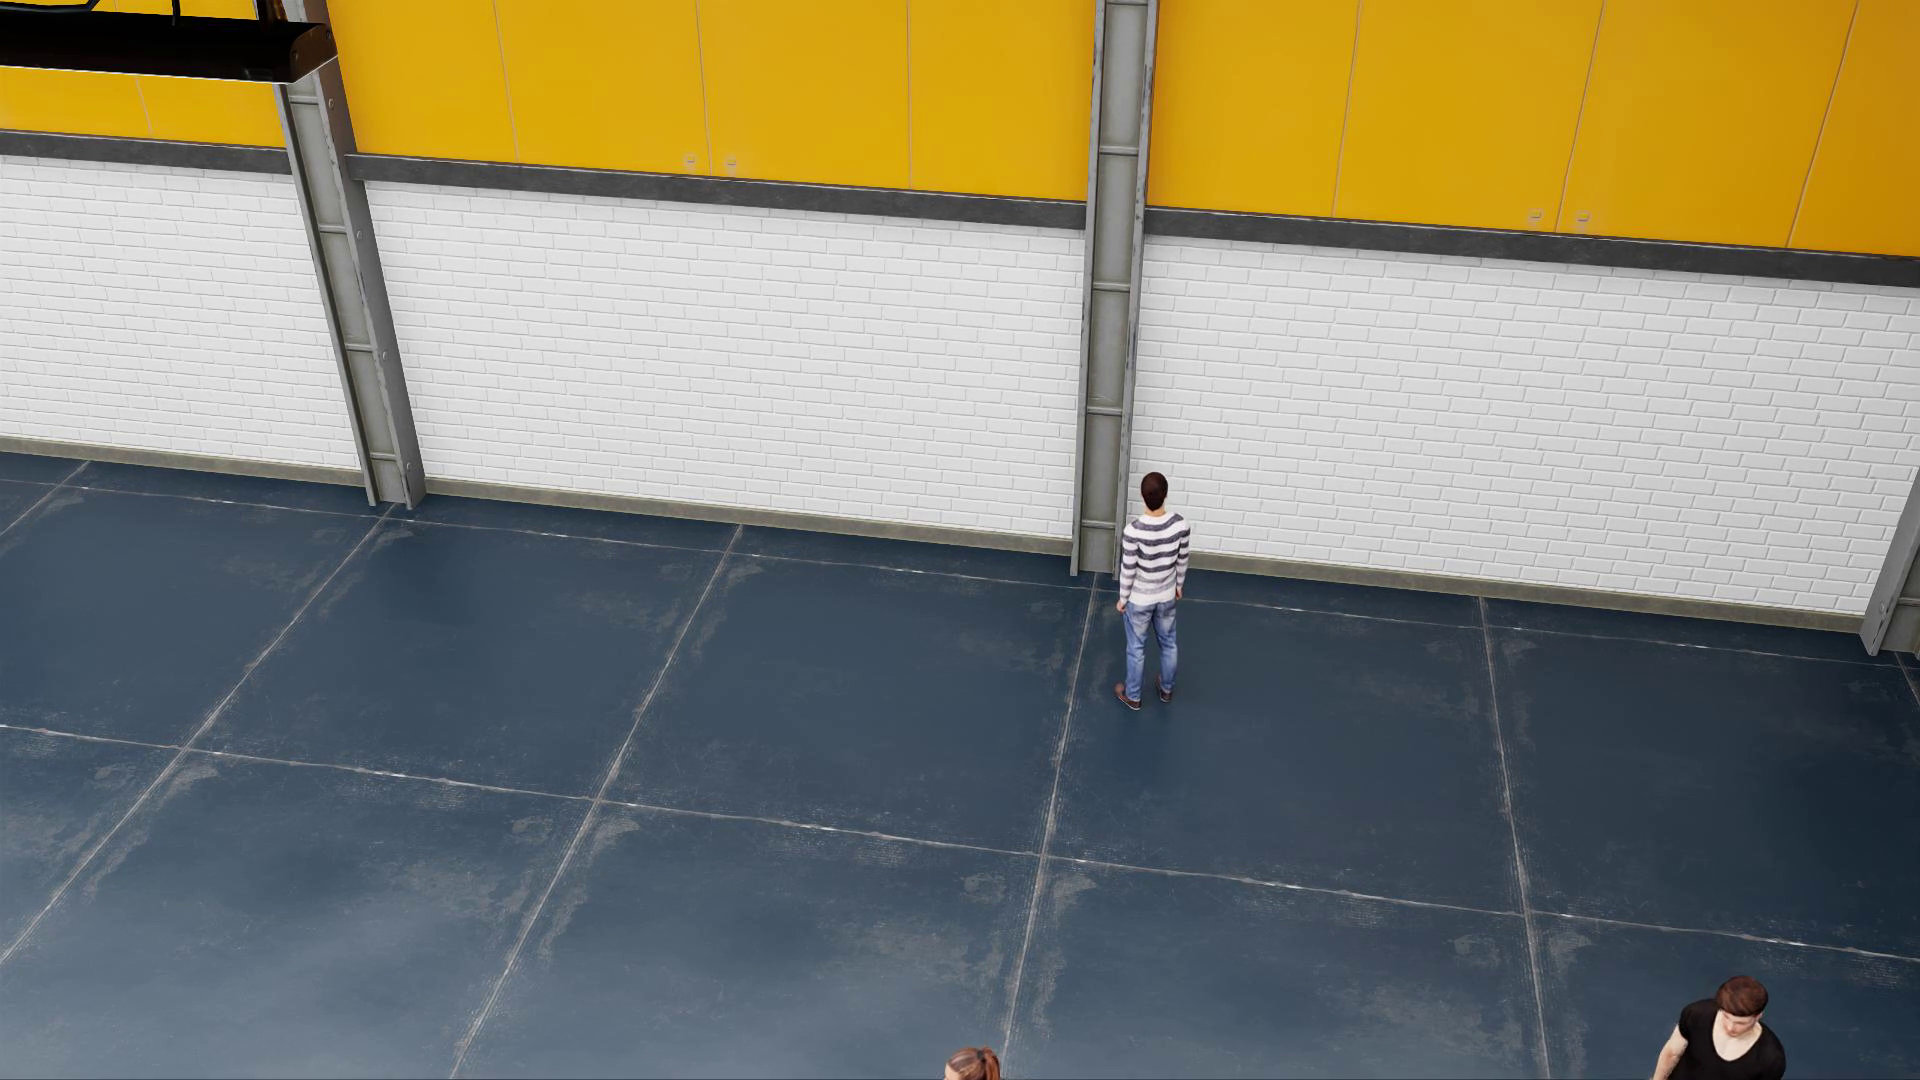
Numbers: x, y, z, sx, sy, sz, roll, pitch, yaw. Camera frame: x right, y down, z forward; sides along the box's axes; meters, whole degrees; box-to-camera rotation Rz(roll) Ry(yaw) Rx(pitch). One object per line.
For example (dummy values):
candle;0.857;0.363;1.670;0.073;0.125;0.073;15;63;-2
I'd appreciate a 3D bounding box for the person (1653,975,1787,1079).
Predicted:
person;3.549;2.697;7.949;0.755;1.876;0.851;28;43;35

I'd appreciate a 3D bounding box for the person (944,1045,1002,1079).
person;0.144;2.938;7.744;0.733;1.701;0.663;-5;34;-8

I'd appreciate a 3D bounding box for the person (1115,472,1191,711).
person;1.326;0.365;11.479;0.633;1.851;0.780;-9;35;-13
